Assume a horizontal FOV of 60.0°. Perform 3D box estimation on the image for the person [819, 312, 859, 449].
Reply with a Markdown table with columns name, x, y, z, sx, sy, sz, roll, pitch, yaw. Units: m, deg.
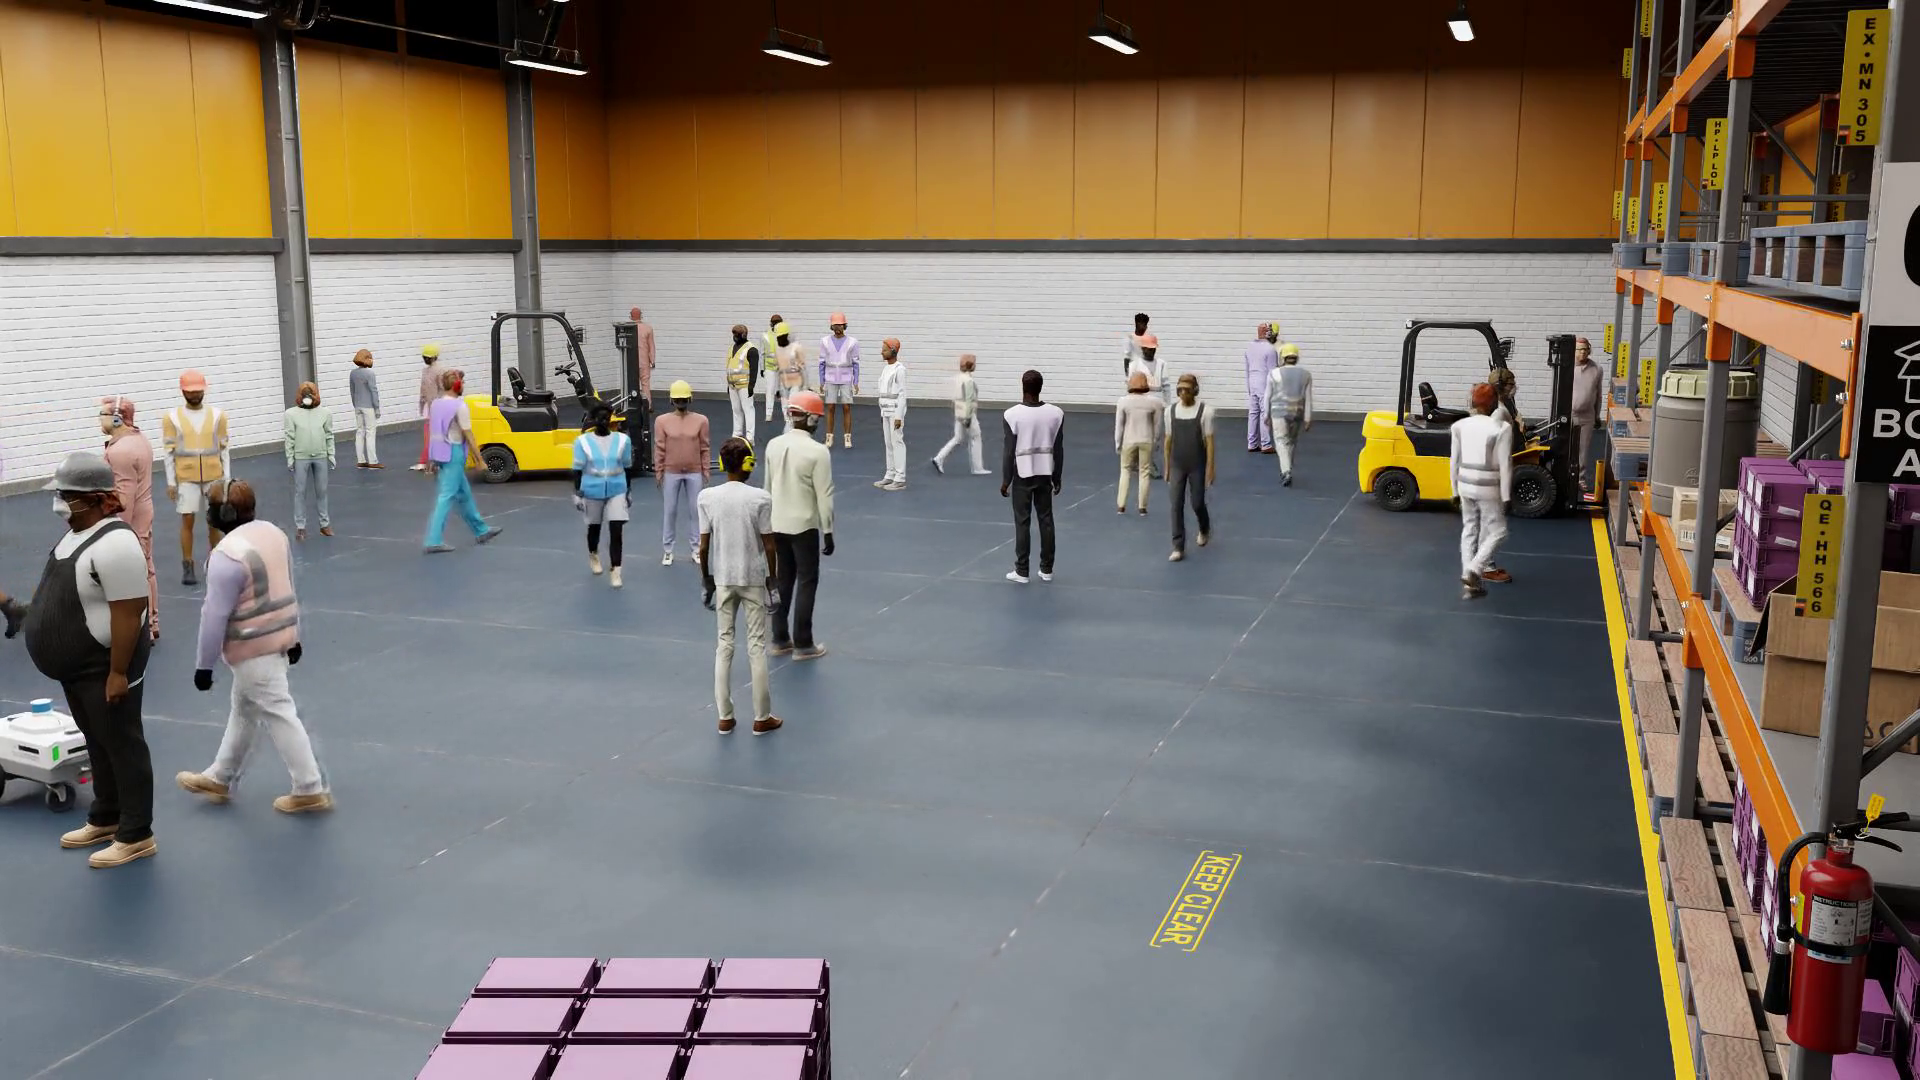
| name | x | y | z | sx | sy | sz | roll | pitch | yaw |
| --- | --- | --- | --- | --- | --- | --- | --- | --- | --- |
| person | -1.802 | -2.371 | 24.768 | 0.605 | 2.044 | 0.375 | 0 | 10 | 0 |

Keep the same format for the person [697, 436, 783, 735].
| name | x | y | z | sx | sy | sz | roll | pitch | yaw |
| --- | --- | --- | --- | --- | --- | --- | --- | --- | --- |
| person | -1.362 | 0.285 | 10.315 | 0.519 | 1.865 | 0.326 | 2 | 10 | 9 |

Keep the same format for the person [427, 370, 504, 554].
| name | x | y | z | sx | sy | sz | roll | pitch | yaw |
| --- | --- | --- | --- | --- | --- | --- | --- | --- | --- |
| person | -4.961 | -0.791 | 16.559 | 0.957 | 1.797 | 0.576 | -9 | 14 | -42 |

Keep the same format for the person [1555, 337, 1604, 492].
| name | x | y | z | sx | sy | sz | roll | pitch | yaw |
| --- | --- | --- | --- | --- | --- | --- | --- | --- | --- |
| person | 7.574 | -1.531 | 20.422 | 0.644 | 1.907 | 0.400 | 0 | 10 | 0 |

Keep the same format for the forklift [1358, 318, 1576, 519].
| name | x | y | z | sx | sy | sz | roll | pitch | yaw |
| --- | --- | --- | --- | --- | --- | --- | --- | --- | --- |
| forklift | 5.787 | -1.437 | 19.079 | 2.313 | 2.155 | 1.214 | 3 | 11 | 19 |

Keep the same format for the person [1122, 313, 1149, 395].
| name | x | y | z | sx | sy | sz | roll | pitch | yaw |
| --- | --- | --- | --- | --- | --- | --- | --- | --- | --- |
| person | 2.832 | -2.623 | 26.422 | 0.604 | 1.959 | 0.377 | -10 | 14 | -43 |

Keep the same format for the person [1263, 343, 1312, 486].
| name | x | y | z | sx | sy | sz | roll | pitch | yaw |
| --- | --- | --- | --- | --- | --- | --- | --- | --- | --- |
| person | 4.170 | -1.591 | 21.082 | 0.581 | 1.800 | 0.845 | -1 | 10 | -7 |

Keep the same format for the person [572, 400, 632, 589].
| name | x | y | z | sx | sy | sz | roll | pitch | yaw |
| --- | --- | --- | --- | --- | --- | --- | --- | --- | --- |
| person | -3.215 | -0.442 | 14.955 | 0.536 | 1.671 | 0.786 | -3 | 11 | -17 |

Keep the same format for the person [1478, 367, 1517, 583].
| name | x | y | z | sx | sy | sz | roll | pitch | yaw |
| --- | --- | --- | --- | --- | --- | --- | --- | --- | --- |
| person | 4.829 | -0.591 | 15.038 | 0.369 | 1.939 | 0.631 | 2 | 10 | 9 |

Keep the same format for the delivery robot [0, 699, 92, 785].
| name | x | y | z | sx | sy | sz | roll | pitch | yaw |
| --- | --- | --- | --- | --- | --- | --- | --- | --- | --- |
| delivery robot | -4.994 | 1.112 | 9.078 | 0.707 | 0.478 | 0.477 | 6 | 12 | 29 |

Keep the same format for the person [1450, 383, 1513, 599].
| name | x | y | z | sx | sy | sz | roll | pitch | yaw |
| --- | --- | --- | --- | --- | --- | --- | --- | --- | --- |
| person | 4.441 | -0.406 | 14.185 | 0.442 | 1.870 | 0.607 | -9 | 13 | -40 |

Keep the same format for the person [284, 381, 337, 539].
| name | x | y | z | sx | sy | sz | roll | pitch | yaw |
| --- | --- | --- | --- | --- | --- | --- | --- | --- | --- |
| person | -6.732 | -0.832 | 17.253 | 0.498 | 1.633 | 0.278 | -7 | 12 | -34 |

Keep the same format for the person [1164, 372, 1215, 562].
| name | x | y | z | sx | sy | sz | roll | pitch | yaw |
| --- | --- | --- | --- | --- | --- | --- | --- | --- | --- |
| person | 2.237 | -0.725 | 16.128 | 0.521 | 1.822 | 0.729 | 5 | 11 | 24 |

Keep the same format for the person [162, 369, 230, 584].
| name | x | y | z | sx | sy | sz | roll | pitch | yaw |
| --- | --- | --- | --- | --- | --- | --- | --- | --- | --- |
| person | -6.827 | -0.569 | 14.924 | 0.551 | 1.933 | 0.378 | -7 | 12 | -33 |

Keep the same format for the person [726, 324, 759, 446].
| name | x | y | z | sx | sy | sz | roll | pitch | yaw |
| --- | --- | --- | --- | --- | --- | --- | --- | --- | --- |
| person | -3.309 | -2.328 | 25.092 | 0.627 | 1.844 | 0.429 | 9 | 14 | 42 |

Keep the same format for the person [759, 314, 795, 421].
| name | x | y | z | sx | sy | sz | roll | pitch | yaw |
| --- | --- | --- | --- | --- | --- | --- | --- | --- | --- |
| person | -3.139 | -2.959 | 28.643 | 0.635 | 1.842 | 0.429 | -1 | 10 | -8 |

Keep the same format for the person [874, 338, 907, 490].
| name | x | y | z | sx | sy | sz | roll | pitch | yaw |
| --- | --- | --- | --- | --- | --- | --- | --- | --- | --- |
| person | -0.846 | -1.561 | 20.658 | 0.356 | 1.882 | 0.574 | -5 | 11 | -24 |

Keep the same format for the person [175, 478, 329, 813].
| name | x | y | z | sx | sy | sz | roll | pitch | yaw |
| --- | --- | --- | --- | --- | --- | --- | --- | --- | --- |
| person | -3.824 | 0.574 | 8.839 | 0.924 | 1.804 | 0.657 | 0 | 10 | 1 |

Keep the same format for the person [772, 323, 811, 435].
| name | x | y | z | sx | sy | sz | roll | pitch | yaw |
| --- | --- | --- | --- | --- | --- | --- | --- | --- | --- |
| person | -2.594 | -2.336 | 25.077 | 0.600 | 1.861 | 0.897 | 9 | 13 | 41 |

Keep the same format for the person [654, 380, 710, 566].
| name | x | y | z | sx | sy | sz | roll | pitch | yaw |
| --- | --- | --- | --- | --- | --- | --- | --- | --- | --- |
| person | -2.628 | -0.635 | 15.772 | 0.533 | 1.767 | 0.326 | -3 | 10 | -16 |

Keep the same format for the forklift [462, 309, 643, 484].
| name | x | y | z | sx | sy | sz | roll | pitch | yaw |
| --- | --- | --- | --- | --- | --- | --- | --- | --- | --- |
| forklift | -5.354 | -1.902 | 21.697 | 2.313 | 2.155 | 1.214 | -2 | 10 | -13 |

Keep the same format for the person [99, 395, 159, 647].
| name | x | y | z | sx | sy | sz | roll | pitch | yaw |
| --- | --- | --- | --- | --- | --- | --- | --- | --- | --- |
| person | -6.291 | -0.135 | 12.547 | 0.410 | 1.913 | 0.642 | -3 | 10 | -16 |

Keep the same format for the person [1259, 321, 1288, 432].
| name | x | y | z | sx | sy | sz | roll | pitch | yaw |
| --- | --- | --- | --- | --- | --- | --- | --- | --- | --- |
| person | 5.074 | -2.665 | 27.083 | 0.621 | 1.809 | 0.585 | 4 | 11 | 22 |

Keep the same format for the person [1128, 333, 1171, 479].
| name | x | y | z | sx | sy | sz | roll | pitch | yaw |
| --- | --- | --- | --- | --- | --- | --- | --- | --- | --- |
| person | 2.465 | -1.786 | 21.906 | 0.561 | 1.901 | 0.963 | -5 | 11 | -24 |

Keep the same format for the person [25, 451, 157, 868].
| name | x | y | z | sx | sy | sz | roll | pitch | yaw |
| --- | --- | --- | --- | --- | --- | --- | --- | --- | --- |
| person | -4.274 | 0.577 | 8.173 | 0.537 | 2.000 | 0.683 | -10 | 14 | -44 |

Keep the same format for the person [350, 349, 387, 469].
| name | x | y | z | sx | sy | sz | roll | pitch | yaw |
| --- | --- | --- | --- | --- | --- | --- | --- | --- | --- |
| person | -8.047 | -1.772 | 22.545 | 0.499 | 1.633 | 0.283 | 6 | 12 | 32 |

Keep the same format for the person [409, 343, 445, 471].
| name | x | y | z | sx | sy | sz | roll | pitch | yaw |
| --- | --- | --- | --- | --- | --- | --- | --- | --- | --- |
| person | -7.152 | -1.774 | 22.305 | 0.793 | 1.708 | 0.580 | -9 | 14 | -42 |

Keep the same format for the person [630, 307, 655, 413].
| name | x | y | z | sx | sy | sz | roll | pitch | yaw |
| --- | --- | --- | --- | --- | --- | --- | --- | --- | --- |
| person | -5.818 | -3.238 | 30.030 | 0.655 | 1.906 | 0.407 | 0 | 10 | -1 |

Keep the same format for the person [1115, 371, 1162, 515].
| name | x | y | z | sx | sy | sz | roll | pitch | yaw |
| --- | --- | --- | --- | --- | --- | --- | --- | --- | --- |
| person | 1.998 | -1.079 | 18.675 | 0.518 | 1.632 | 0.348 | 1 | 10 | 4 |

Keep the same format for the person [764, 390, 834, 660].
| name | x | y | z | sx | sy | sz | roll | pitch | yaw |
| --- | --- | --- | --- | --- | --- | --- | --- | --- | --- |
| person | -1.154 | -0.111 | 12.253 | 0.636 | 1.971 | 0.462 | 8 | 13 | 39 |

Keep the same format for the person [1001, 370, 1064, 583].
| name | x | y | z | sx | sy | sz | roll | pitch | yaw |
| --- | --- | --- | --- | --- | --- | --- | --- | --- | --- |
| person | 0.655 | -0.571 | 14.977 | 0.596 | 1.918 | 0.382 | -4 | 11 | -23 |

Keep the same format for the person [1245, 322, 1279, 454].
| name | x | y | z | sx | sy | sz | roll | pitch | yaw |
| --- | --- | --- | --- | --- | --- | --- | --- | --- | --- |
| person | 4.436 | -2.212 | 24.252 | 0.406 | 1.910 | 0.639 | -6 | 12 | -29 |

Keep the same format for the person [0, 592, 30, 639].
| name | x | y | z | sx | sy | sz | roll | pitch | yaw |
| --- | --- | --- | --- | --- | --- | --- | --- | --- | --- |
| person | -7.418 | -0.134 | 12.546 | 0.629 | 1.913 | 0.552 | -1 | 10 | -4 |

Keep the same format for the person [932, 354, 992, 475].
| name | x | y | z | sx | sy | sz | roll | pitch | yaw |
| --- | --- | --- | --- | --- | --- | --- | --- | --- | --- |
| person | 0.025 | -1.646 | 21.887 | 0.721 | 1.613 | 0.512 | -4 | 11 | -20 |
